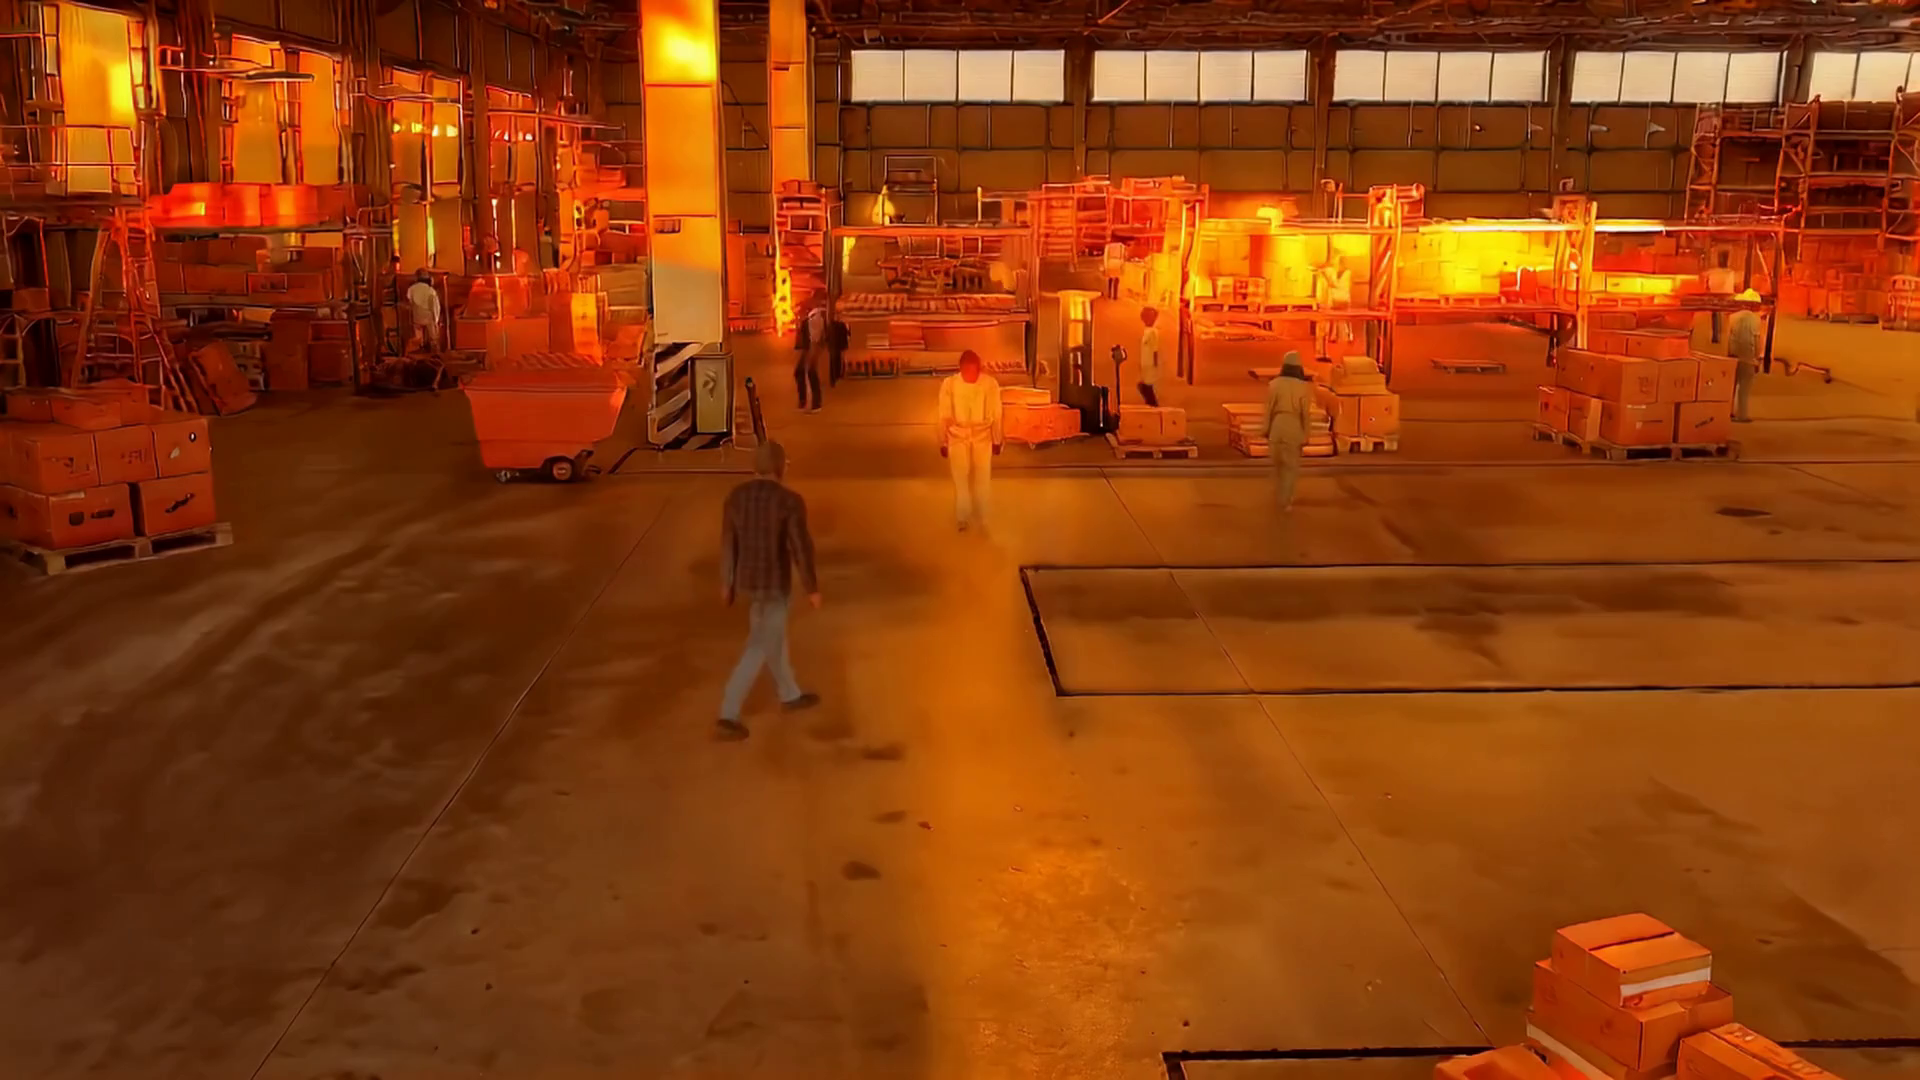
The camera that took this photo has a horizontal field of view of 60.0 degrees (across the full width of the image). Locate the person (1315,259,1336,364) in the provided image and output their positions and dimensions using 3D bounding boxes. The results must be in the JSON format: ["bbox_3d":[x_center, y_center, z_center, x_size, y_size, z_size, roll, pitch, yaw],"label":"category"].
[{"bbox_3d":[6.868,-4.293,31.249,0.372,1.940,0.632,5,13,21],"label":"person"}]

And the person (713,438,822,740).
[{"bbox_3d":[-1.286,0.299,10.648,0.626,1.894,1.012,11,16,40],"label":"person"}]

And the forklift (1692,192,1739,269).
[{"bbox_3d":[27.757,-11.223,60.393,1.873,2.768,1.129,0,12,-2],"label":"forklift"}]

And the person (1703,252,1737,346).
[{"bbox_3d":[15.807,-5.027,34.619,0.611,1.926,0.989,8,15,33],"label":"person"}]

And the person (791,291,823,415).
[{"bbox_3d":[-2.286,-2.748,24.525,0.538,1.823,0.559,-6,14,-27],"label":"person"}]

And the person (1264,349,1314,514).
[{"bbox_3d":[3.470,-1.141,17.497,0.506,1.724,0.524,8,15,31],"label":"person"}]

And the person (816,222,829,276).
[{"bbox_3d":[-4.785,-10.003,57.264,0.974,1.849,0.576,7,14,29],"label":"person"}]

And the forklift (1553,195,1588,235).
[{"bbox_3d":[18.973,-9.341,51.896,1.129,2.768,1.873,0,12,-2],"label":"forklift"}]

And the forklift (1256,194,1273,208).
[{"bbox_3d":[10.014,-9.992,54.833,1.873,2.768,1.129,0,12,-2],"label":"forklift"}]

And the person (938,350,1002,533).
[{"bbox_3d":[0.097,-0.965,16.498,0.632,1.824,0.638,0,12,1],"label":"person"}]

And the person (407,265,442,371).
[{"bbox_3d":[-9.396,-3.851,29.254,0.551,1.937,0.357,-1,13,-3],"label":"person"}]

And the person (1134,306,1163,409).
[{"bbox_3d":[2.685,-2.471,23.571,0.370,1.686,0.550,-3,13,-11],"label":"person"}]

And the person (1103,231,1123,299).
[{"bbox_3d":[4.292,-7.700,46.705,0.549,1.920,0.720,0,12,-2],"label":"person"}]

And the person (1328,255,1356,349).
[{"bbox_3d":[7.766,-4.836,33.791,0.602,1.896,0.644,11,16,40],"label":"person"}]

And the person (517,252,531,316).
[{"bbox_3d":[-10.668,-6.234,40.716,0.314,1.634,0.515,-7,14,-30],"label":"person"}]

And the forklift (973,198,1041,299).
[{"bbox_3d":[1.312,-8.192,46.706,1.873,2.768,1.129,0,12,-2],"label":"forklift"}]

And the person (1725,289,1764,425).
[{"bbox_3d":[11.172,-2.609,23.671,0.382,1.924,0.593,-5,13,-21],"label":"person"}]

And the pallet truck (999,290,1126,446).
[{"bbox_3d":[1.257,-2.299,22.111,1.885,1.965,0.823,-9,15,-35],"label":"pallet truck"}]
